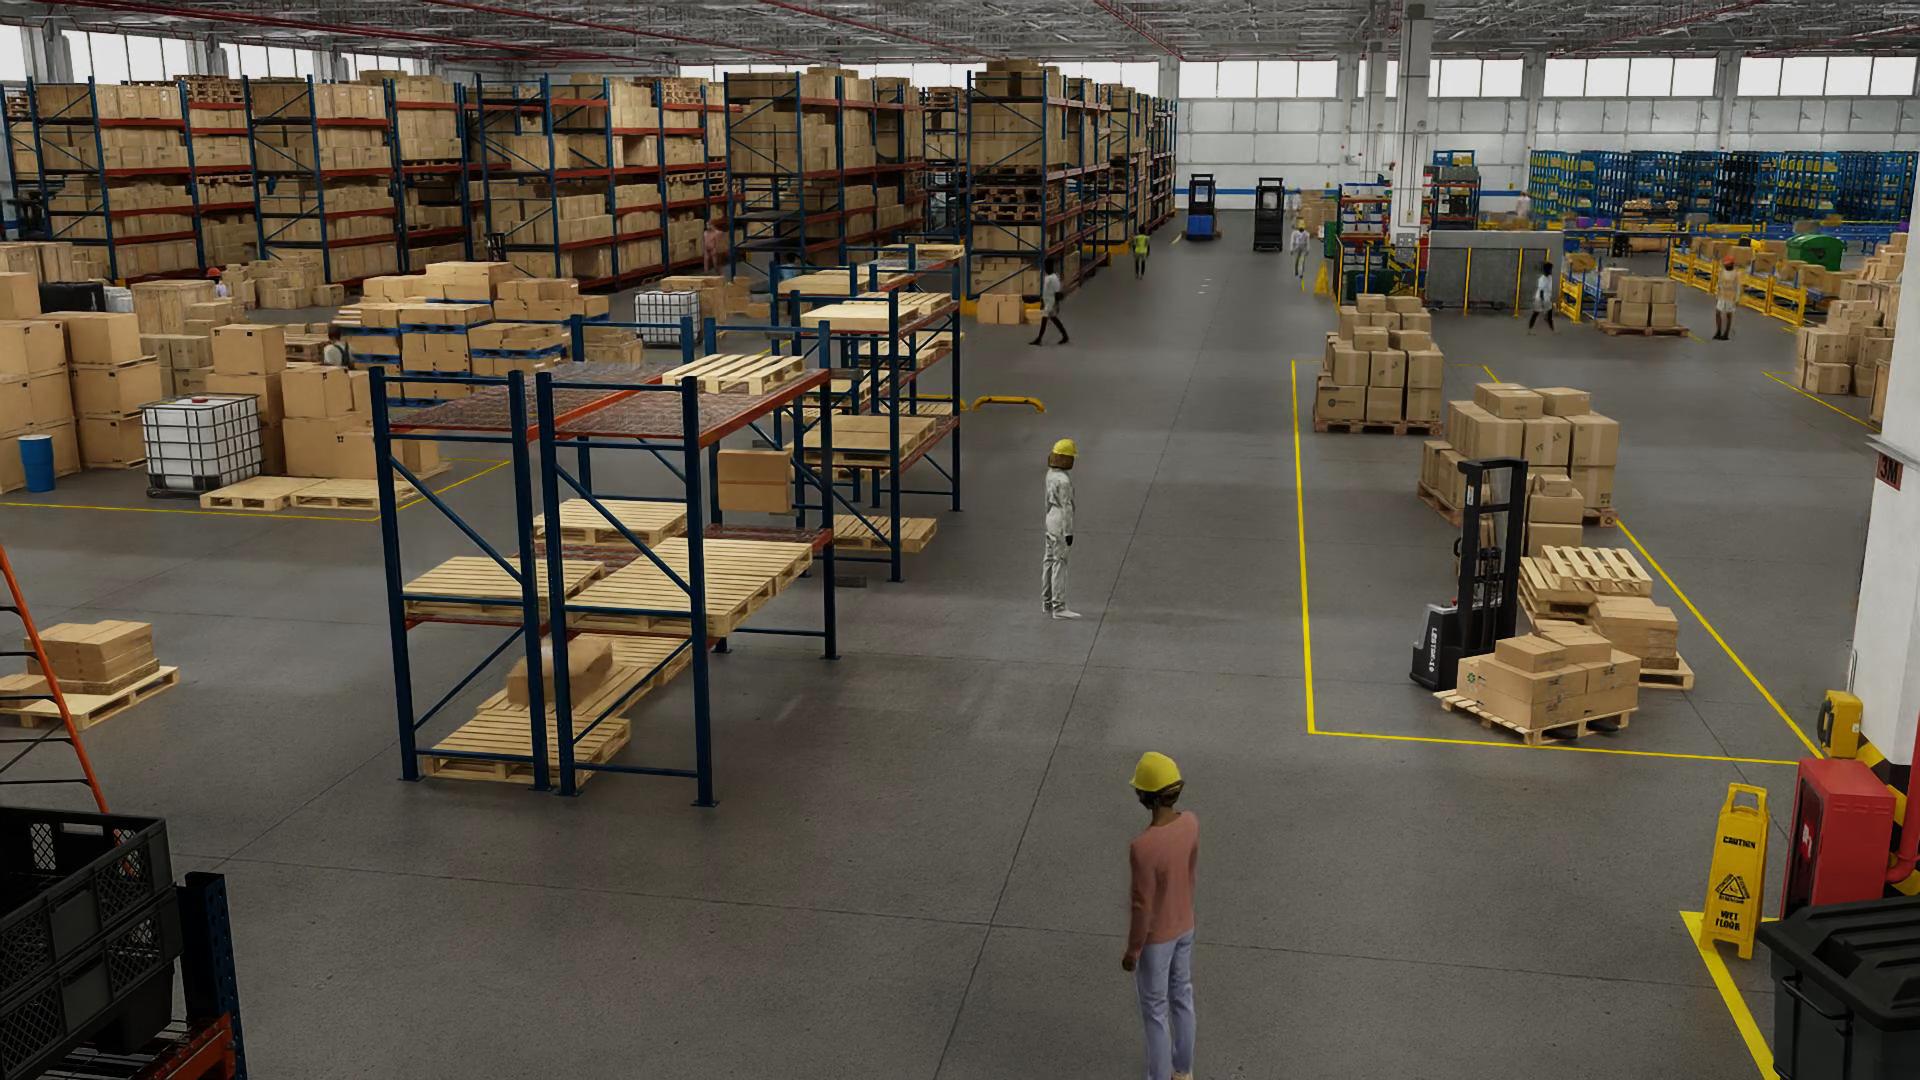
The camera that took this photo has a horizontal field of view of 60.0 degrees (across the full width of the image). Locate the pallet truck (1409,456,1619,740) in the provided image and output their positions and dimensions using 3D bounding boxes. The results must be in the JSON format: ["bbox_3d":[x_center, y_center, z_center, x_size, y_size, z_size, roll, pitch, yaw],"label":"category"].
[{"bbox_3d":[4.504,0.400,13.395,0.823,1.965,1.885,-6,15,-23],"label":"pallet truck"}]

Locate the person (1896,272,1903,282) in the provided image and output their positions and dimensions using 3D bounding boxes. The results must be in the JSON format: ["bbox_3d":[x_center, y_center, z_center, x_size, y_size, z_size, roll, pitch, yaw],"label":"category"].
[{"bbox_3d":[20.402,-5.087,35.584,0.689,2.000,0.539,2,14,8],"label":"person"}]

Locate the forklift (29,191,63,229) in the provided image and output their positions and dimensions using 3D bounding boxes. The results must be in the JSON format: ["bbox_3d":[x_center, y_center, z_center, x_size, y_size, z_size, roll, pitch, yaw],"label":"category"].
[{"bbox_3d":[-27.313,-9.071,50.030,1.129,2.768,1.873,3,14,10],"label":"forklift"}]

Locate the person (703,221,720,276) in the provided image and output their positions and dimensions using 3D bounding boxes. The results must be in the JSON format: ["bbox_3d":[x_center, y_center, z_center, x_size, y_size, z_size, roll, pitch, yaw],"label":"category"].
[{"bbox_3d":[-7.746,-8.943,51.592,0.648,1.868,0.855,6,15,23],"label":"person"}]

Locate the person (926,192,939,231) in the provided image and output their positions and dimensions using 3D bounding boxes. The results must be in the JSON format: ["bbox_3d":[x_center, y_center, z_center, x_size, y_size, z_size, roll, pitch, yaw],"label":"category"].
[{"bbox_3d":[-1.284,-15.505,78.210,0.559,1.894,0.985,2,14,7],"label":"person"}]

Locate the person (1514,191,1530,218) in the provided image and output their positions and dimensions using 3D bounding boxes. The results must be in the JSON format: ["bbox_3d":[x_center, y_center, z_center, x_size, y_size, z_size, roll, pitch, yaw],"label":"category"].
[{"bbox_3d":[25.923,-15.179,76.870,0.673,1.881,0.785,-1,14,-4],"label":"person"}]

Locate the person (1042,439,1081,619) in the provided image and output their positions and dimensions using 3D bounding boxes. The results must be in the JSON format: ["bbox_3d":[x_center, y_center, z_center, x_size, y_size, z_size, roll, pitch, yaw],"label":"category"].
[{"bbox_3d":[0.980,-0.113,16.018,0.305,1.737,0.484,-5,15,-18],"label":"person"}]

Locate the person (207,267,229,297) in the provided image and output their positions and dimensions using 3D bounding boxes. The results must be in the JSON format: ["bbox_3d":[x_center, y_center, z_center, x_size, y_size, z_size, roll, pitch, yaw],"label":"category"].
[{"bbox_3d":[-14.870,-4.493,33.385,0.365,1.939,0.542,1,14,3],"label":"person"}]

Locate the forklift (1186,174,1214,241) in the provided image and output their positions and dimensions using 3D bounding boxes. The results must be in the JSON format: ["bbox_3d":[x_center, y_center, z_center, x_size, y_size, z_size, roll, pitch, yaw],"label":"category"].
[{"bbox_3d":[10.224,-14.121,70.537,1.129,2.768,1.873,2,14,10],"label":"forklift"}]

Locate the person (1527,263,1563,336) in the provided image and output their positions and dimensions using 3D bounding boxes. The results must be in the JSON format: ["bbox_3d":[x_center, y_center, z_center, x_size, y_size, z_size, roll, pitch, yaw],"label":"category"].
[{"bbox_3d":[13.390,-5.472,37.925,0.843,1.652,0.551,13,19,43],"label":"person"}]

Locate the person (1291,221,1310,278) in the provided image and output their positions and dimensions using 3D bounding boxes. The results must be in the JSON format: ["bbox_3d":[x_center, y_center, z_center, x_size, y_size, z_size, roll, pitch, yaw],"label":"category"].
[{"bbox_3d":[10.846,-9.265,53.012,0.602,1.814,0.560,3,14,12],"label":"person"}]

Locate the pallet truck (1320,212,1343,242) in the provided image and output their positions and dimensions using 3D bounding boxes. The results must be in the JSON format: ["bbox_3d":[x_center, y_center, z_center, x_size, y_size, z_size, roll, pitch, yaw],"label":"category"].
[{"bbox_3d":[15.874,-13.227,70.310,0.680,1.201,1.601,10,17,35],"label":"pallet truck"}]

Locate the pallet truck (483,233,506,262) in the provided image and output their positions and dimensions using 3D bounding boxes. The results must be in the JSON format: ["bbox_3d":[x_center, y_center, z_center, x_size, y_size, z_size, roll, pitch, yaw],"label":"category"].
[{"bbox_3d":[-11.832,-7.026,43.548,1.885,1.965,0.823,8,16,28],"label":"pallet truck"}]

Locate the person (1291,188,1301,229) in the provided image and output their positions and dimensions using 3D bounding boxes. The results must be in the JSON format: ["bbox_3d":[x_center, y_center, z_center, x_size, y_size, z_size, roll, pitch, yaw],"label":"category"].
[{"bbox_3d":[16.126,-15.883,79.730,0.382,1.897,0.700,1,14,2],"label":"person"}]

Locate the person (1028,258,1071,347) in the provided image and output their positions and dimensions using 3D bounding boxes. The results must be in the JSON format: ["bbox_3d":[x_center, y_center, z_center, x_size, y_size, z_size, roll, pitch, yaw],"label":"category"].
[{"bbox_3d":[1.998,-5.181,36.229,1.011,1.919,0.622,-3,14,-13],"label":"person"}]

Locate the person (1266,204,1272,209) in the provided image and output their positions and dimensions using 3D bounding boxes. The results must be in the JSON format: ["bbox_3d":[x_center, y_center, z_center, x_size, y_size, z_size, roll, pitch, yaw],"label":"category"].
[{"bbox_3d":[12.986,-13.304,69.839,0.523,1.592,0.801,13,19,41],"label":"person"}]

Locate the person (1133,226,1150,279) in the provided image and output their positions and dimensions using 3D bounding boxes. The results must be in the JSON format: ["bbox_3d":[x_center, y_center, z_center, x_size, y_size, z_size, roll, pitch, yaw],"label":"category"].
[{"bbox_3d":[5.739,-9.095,52.659,0.547,1.643,0.888,1,14,2],"label":"person"}]

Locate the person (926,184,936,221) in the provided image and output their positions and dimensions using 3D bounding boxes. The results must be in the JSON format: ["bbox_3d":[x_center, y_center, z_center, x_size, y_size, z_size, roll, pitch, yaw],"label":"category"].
[{"bbox_3d":[-1.540,-17.548,86.451,0.407,1.910,0.639,-10,17,-34],"label":"person"}]

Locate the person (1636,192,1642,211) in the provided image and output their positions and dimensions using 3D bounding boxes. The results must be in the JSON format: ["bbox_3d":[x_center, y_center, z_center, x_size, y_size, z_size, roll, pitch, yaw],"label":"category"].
[{"bbox_3d":[33.345,-16.433,81.743,0.391,1.995,0.613,11,18,39],"label":"person"}]

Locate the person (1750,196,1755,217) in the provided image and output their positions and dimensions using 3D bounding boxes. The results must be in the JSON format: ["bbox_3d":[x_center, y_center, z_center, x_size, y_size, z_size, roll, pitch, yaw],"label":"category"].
[{"bbox_3d":[38.011,-15.823,79.616,0.451,1.825,0.579,4,14,17],"label":"person"}]

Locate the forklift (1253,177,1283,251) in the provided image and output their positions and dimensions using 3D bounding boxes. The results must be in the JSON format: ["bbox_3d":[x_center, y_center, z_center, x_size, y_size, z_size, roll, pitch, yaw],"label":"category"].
[{"bbox_3d":[12.083,-12.747,64.956,1.129,2.768,1.873,3,14,10],"label":"forklift"}]

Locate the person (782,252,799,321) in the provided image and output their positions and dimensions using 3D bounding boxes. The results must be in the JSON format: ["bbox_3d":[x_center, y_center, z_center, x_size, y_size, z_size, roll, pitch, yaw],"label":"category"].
[{"bbox_3d":[-4.128,-6.269,41.141,0.593,1.679,0.546,-11,18,-38],"label":"person"}]

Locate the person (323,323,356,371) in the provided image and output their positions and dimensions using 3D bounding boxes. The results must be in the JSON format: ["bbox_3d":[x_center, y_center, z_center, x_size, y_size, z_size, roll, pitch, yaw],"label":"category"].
[{"bbox_3d":[-9.233,-2.316,24.777,0.411,1.834,0.528,6,15,25],"label":"person"}]

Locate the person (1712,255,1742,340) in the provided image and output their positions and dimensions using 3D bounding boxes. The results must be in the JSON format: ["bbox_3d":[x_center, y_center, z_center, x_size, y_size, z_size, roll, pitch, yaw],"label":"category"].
[{"bbox_3d":[17.094,-5.389,37.095,0.682,1.897,0.566,-13,19,-43],"label":"person"}]

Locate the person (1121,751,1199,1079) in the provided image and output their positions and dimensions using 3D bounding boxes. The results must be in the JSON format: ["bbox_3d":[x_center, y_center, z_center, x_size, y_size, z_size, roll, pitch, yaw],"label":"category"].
[{"bbox_3d":[0.938,1.859,7.956,0.328,1.765,0.532,11,18,37],"label":"person"}]

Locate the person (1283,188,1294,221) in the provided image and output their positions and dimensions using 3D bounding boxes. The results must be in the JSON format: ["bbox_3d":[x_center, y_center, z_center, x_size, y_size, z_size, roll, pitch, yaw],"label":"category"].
[{"bbox_3d":[17.189,-17.478,86.587,0.846,1.702,0.491,3,14,12],"label":"person"}]
